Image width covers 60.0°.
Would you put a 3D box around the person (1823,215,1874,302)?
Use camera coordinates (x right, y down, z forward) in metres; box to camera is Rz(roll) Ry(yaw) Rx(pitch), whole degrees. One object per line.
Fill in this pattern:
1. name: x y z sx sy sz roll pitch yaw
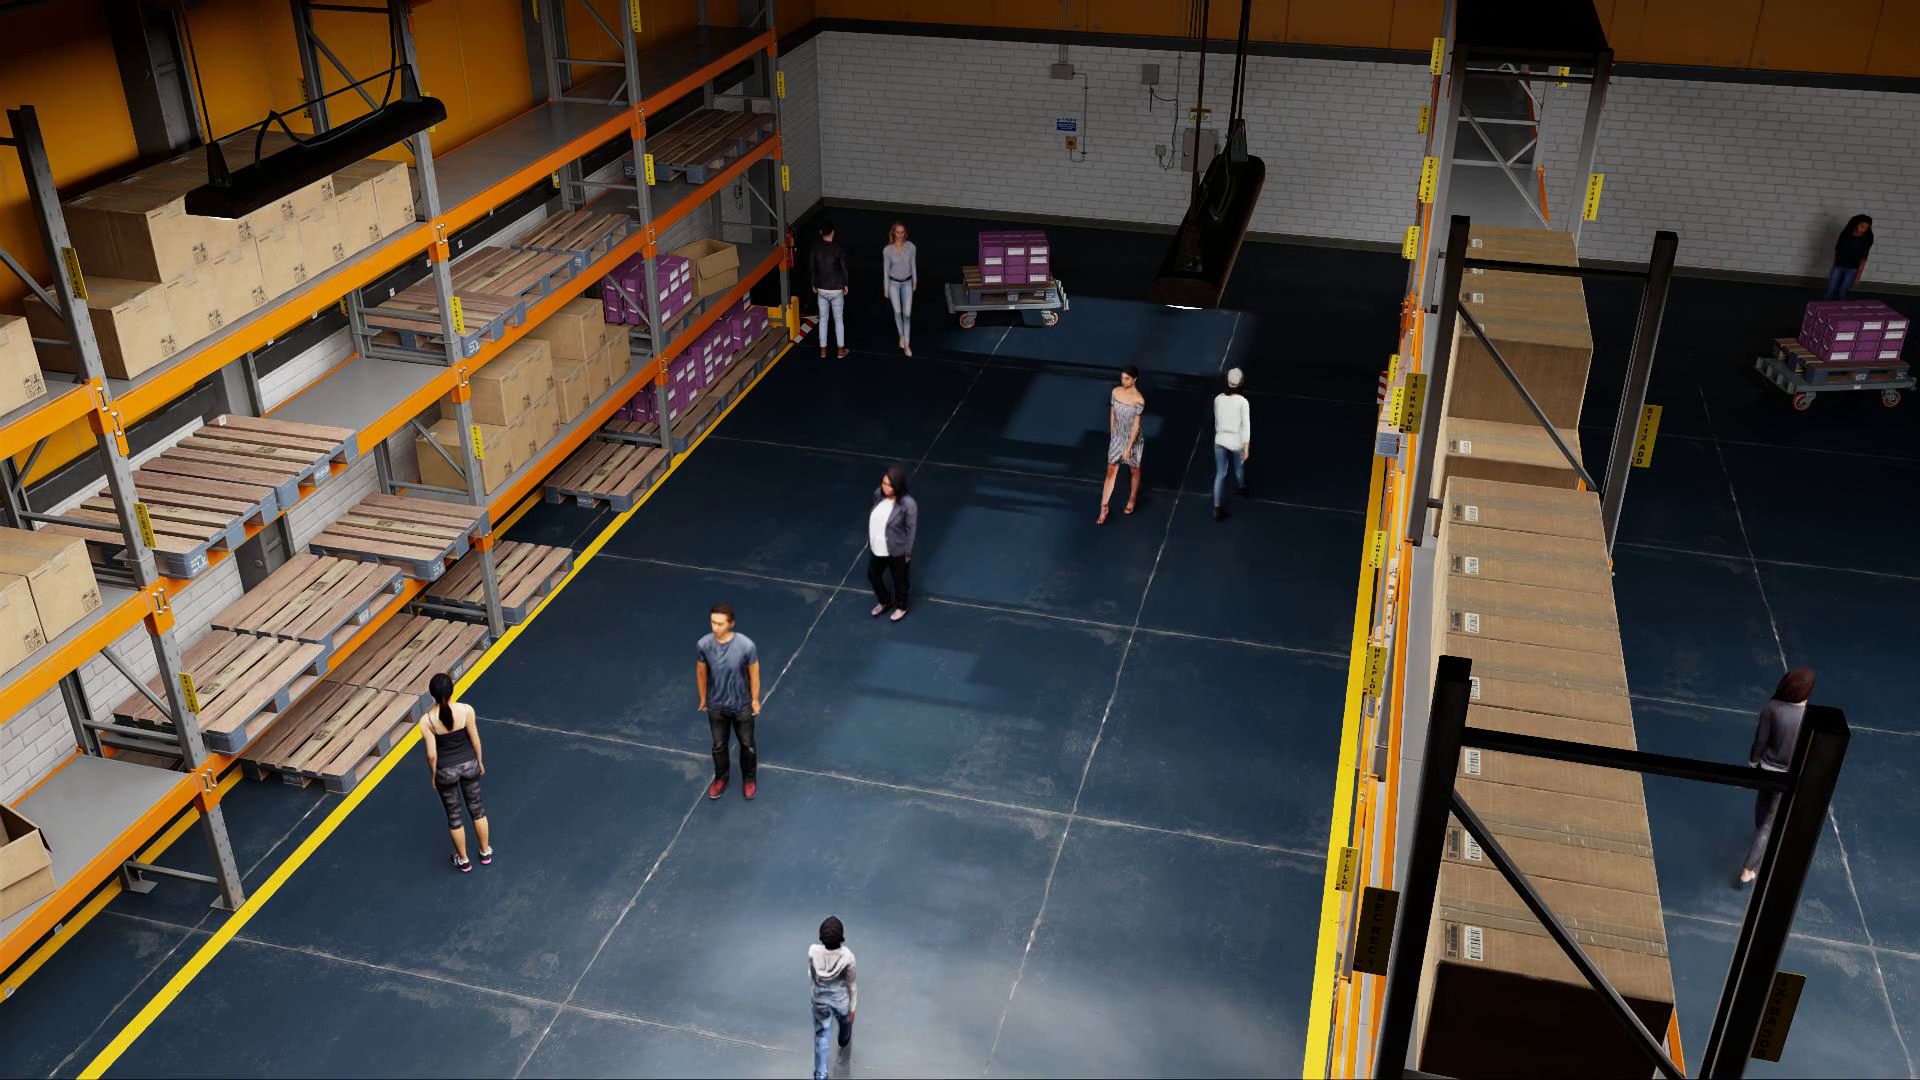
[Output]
1. person: 12.069 -3.688 22.671 0.742 1.590 0.717 -20 34 -32

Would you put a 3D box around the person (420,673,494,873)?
1. person: -3.798 1.748 12.558 0.659 1.730 0.720 -16 32 -27

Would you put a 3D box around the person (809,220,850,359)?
1. person: -1.694 -3.260 21.628 0.670 1.836 0.551 5 29 9

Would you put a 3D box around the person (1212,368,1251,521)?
1. person: 2.834 -0.988 17.719 0.828 1.591 1.179 17 33 29

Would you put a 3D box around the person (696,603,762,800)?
1. person: -1.843 1.275 13.343 0.685 1.808 0.599 2 29 3

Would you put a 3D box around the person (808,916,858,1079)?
1. person: -0.851 2.999 10.772 0.593 1.244 0.921 2 29 4

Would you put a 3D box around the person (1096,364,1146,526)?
1. person: 1.833 -1.055 17.627 0.792 1.797 1.002 19 34 31

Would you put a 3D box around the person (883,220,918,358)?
1. person: -0.798 -3.356 21.873 0.832 1.770 1.055 -3 29 -5

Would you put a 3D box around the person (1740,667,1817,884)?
1. person: 6.141 1.790 12.484 0.974 1.727 1.217 24 36 36

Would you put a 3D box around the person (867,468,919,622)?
1. person: -0.603 0.018 15.880 0.773 1.585 0.777 19 34 31
